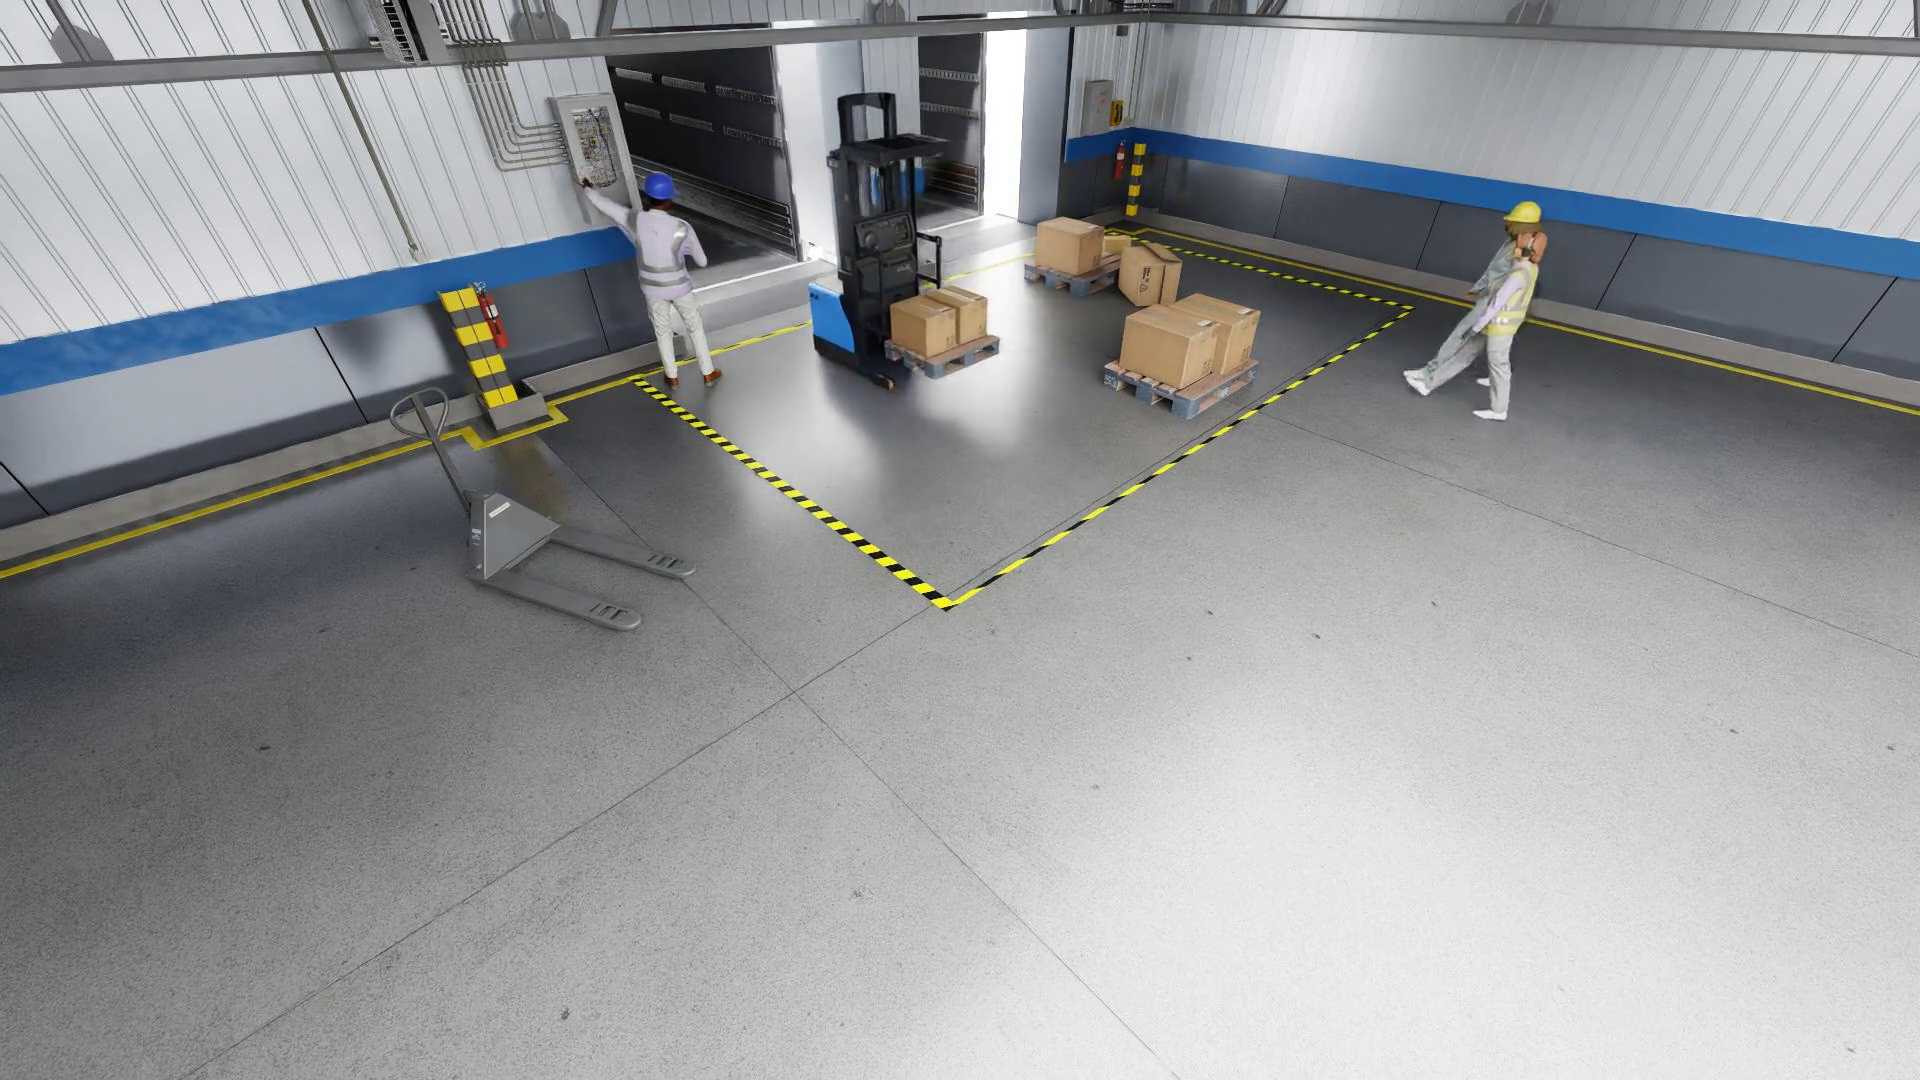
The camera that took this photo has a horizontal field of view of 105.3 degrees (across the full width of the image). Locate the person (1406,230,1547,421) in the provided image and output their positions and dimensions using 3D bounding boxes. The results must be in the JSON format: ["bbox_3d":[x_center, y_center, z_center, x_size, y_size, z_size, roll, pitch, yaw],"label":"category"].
[{"bbox_3d":[4.591,-1.868,6.394,0.893,1.586,0.517,26,45,30],"label":"person"}]

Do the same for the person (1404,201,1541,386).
[{"bbox_3d":[4.919,-2.236,6.792,0.917,1.688,0.498,18,41,22],"label":"person"}]

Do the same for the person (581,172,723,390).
[{"bbox_3d":[-2.831,-2.407,6.845,1.001,1.906,0.747,-7,38,-9],"label":"person"}]

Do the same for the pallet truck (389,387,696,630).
[{"bbox_3d":[-2.613,-0.247,4.593,1.601,1.201,0.680,14,40,17],"label":"pallet truck"}]

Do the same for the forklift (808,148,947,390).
[{"bbox_3d":[-1.005,-2.762,7.193,0.716,2.013,0.776,-31,47,-33],"label":"forklift"}]
